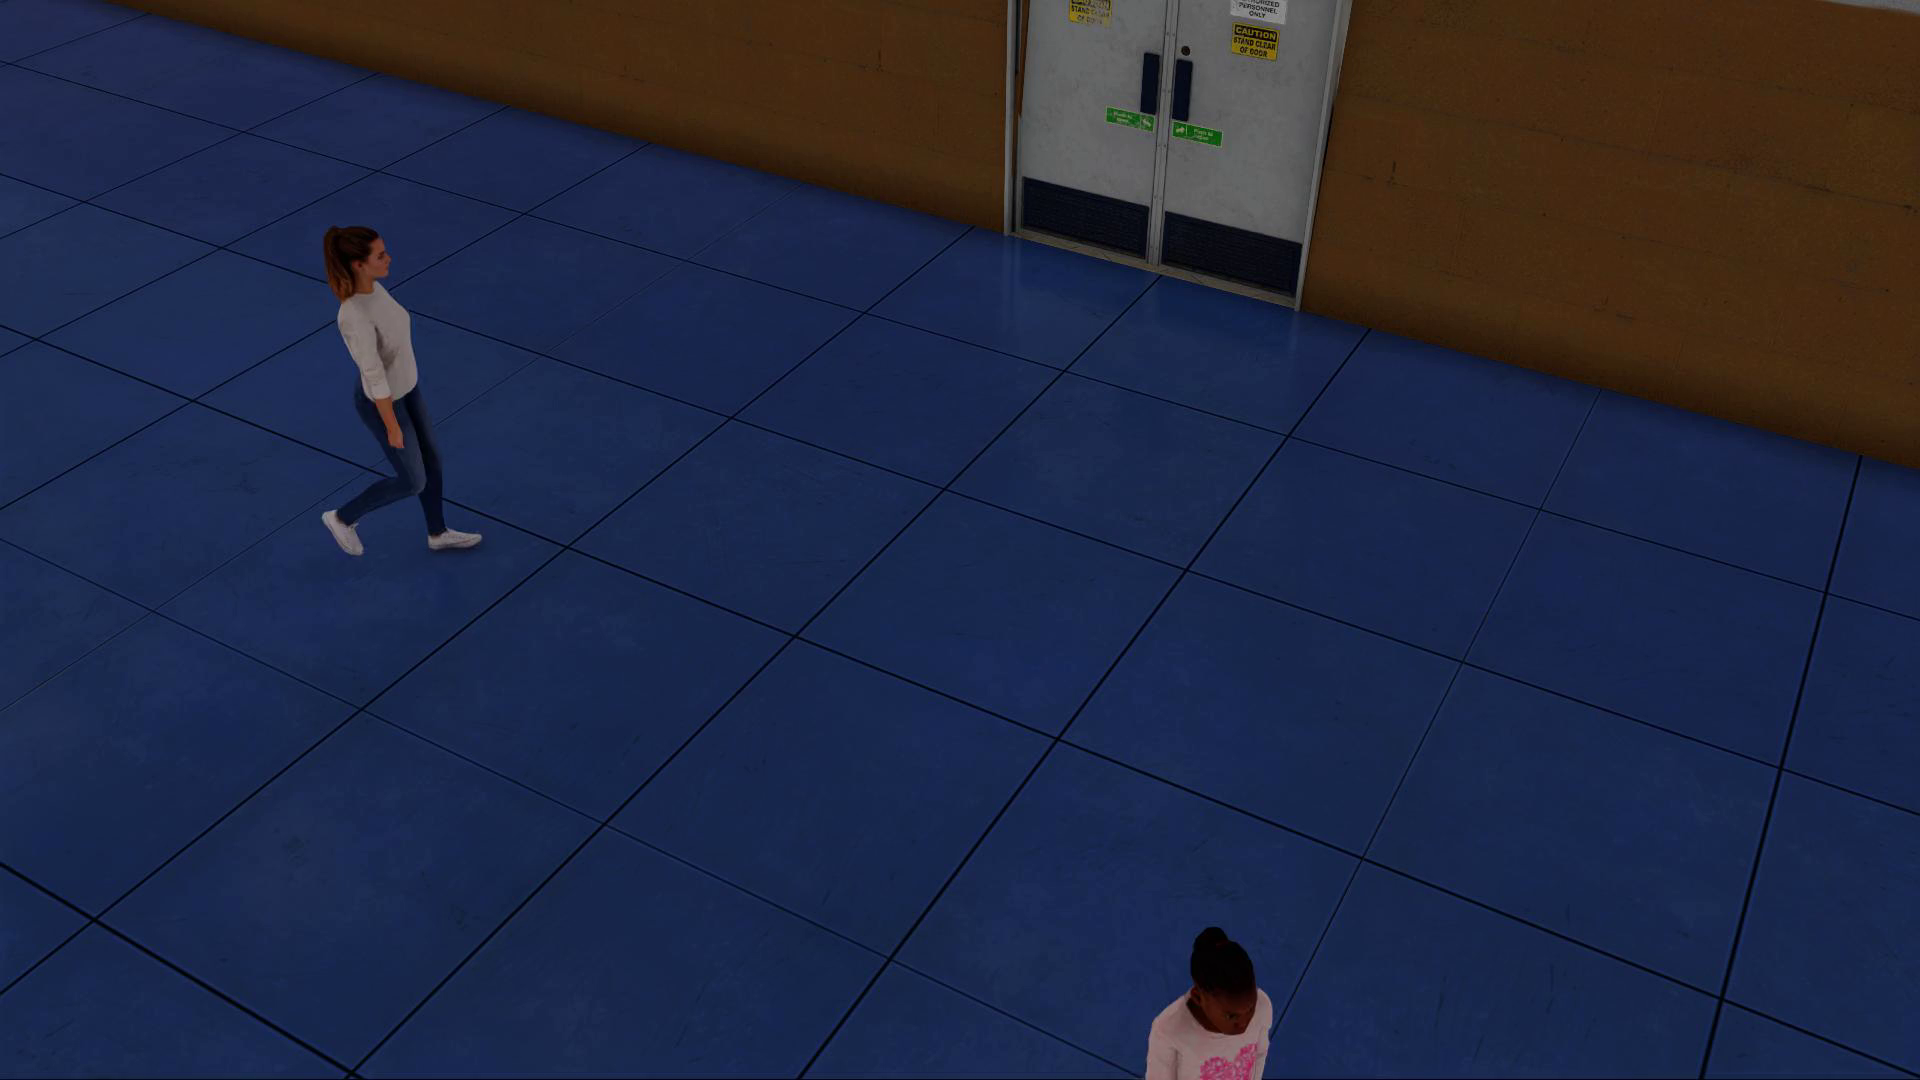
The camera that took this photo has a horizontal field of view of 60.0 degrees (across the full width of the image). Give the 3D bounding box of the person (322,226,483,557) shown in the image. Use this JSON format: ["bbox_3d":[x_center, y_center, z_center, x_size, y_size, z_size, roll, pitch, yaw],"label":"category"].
[{"bbox_3d":[-2.642,-0.596,7.467,0.948,1.703,0.954,-2,37,-3],"label":"person"}]

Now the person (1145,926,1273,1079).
[{"bbox_3d":[0.655,1.575,4.795,0.823,1.439,0.869,-11,38,-14],"label":"person"}]
